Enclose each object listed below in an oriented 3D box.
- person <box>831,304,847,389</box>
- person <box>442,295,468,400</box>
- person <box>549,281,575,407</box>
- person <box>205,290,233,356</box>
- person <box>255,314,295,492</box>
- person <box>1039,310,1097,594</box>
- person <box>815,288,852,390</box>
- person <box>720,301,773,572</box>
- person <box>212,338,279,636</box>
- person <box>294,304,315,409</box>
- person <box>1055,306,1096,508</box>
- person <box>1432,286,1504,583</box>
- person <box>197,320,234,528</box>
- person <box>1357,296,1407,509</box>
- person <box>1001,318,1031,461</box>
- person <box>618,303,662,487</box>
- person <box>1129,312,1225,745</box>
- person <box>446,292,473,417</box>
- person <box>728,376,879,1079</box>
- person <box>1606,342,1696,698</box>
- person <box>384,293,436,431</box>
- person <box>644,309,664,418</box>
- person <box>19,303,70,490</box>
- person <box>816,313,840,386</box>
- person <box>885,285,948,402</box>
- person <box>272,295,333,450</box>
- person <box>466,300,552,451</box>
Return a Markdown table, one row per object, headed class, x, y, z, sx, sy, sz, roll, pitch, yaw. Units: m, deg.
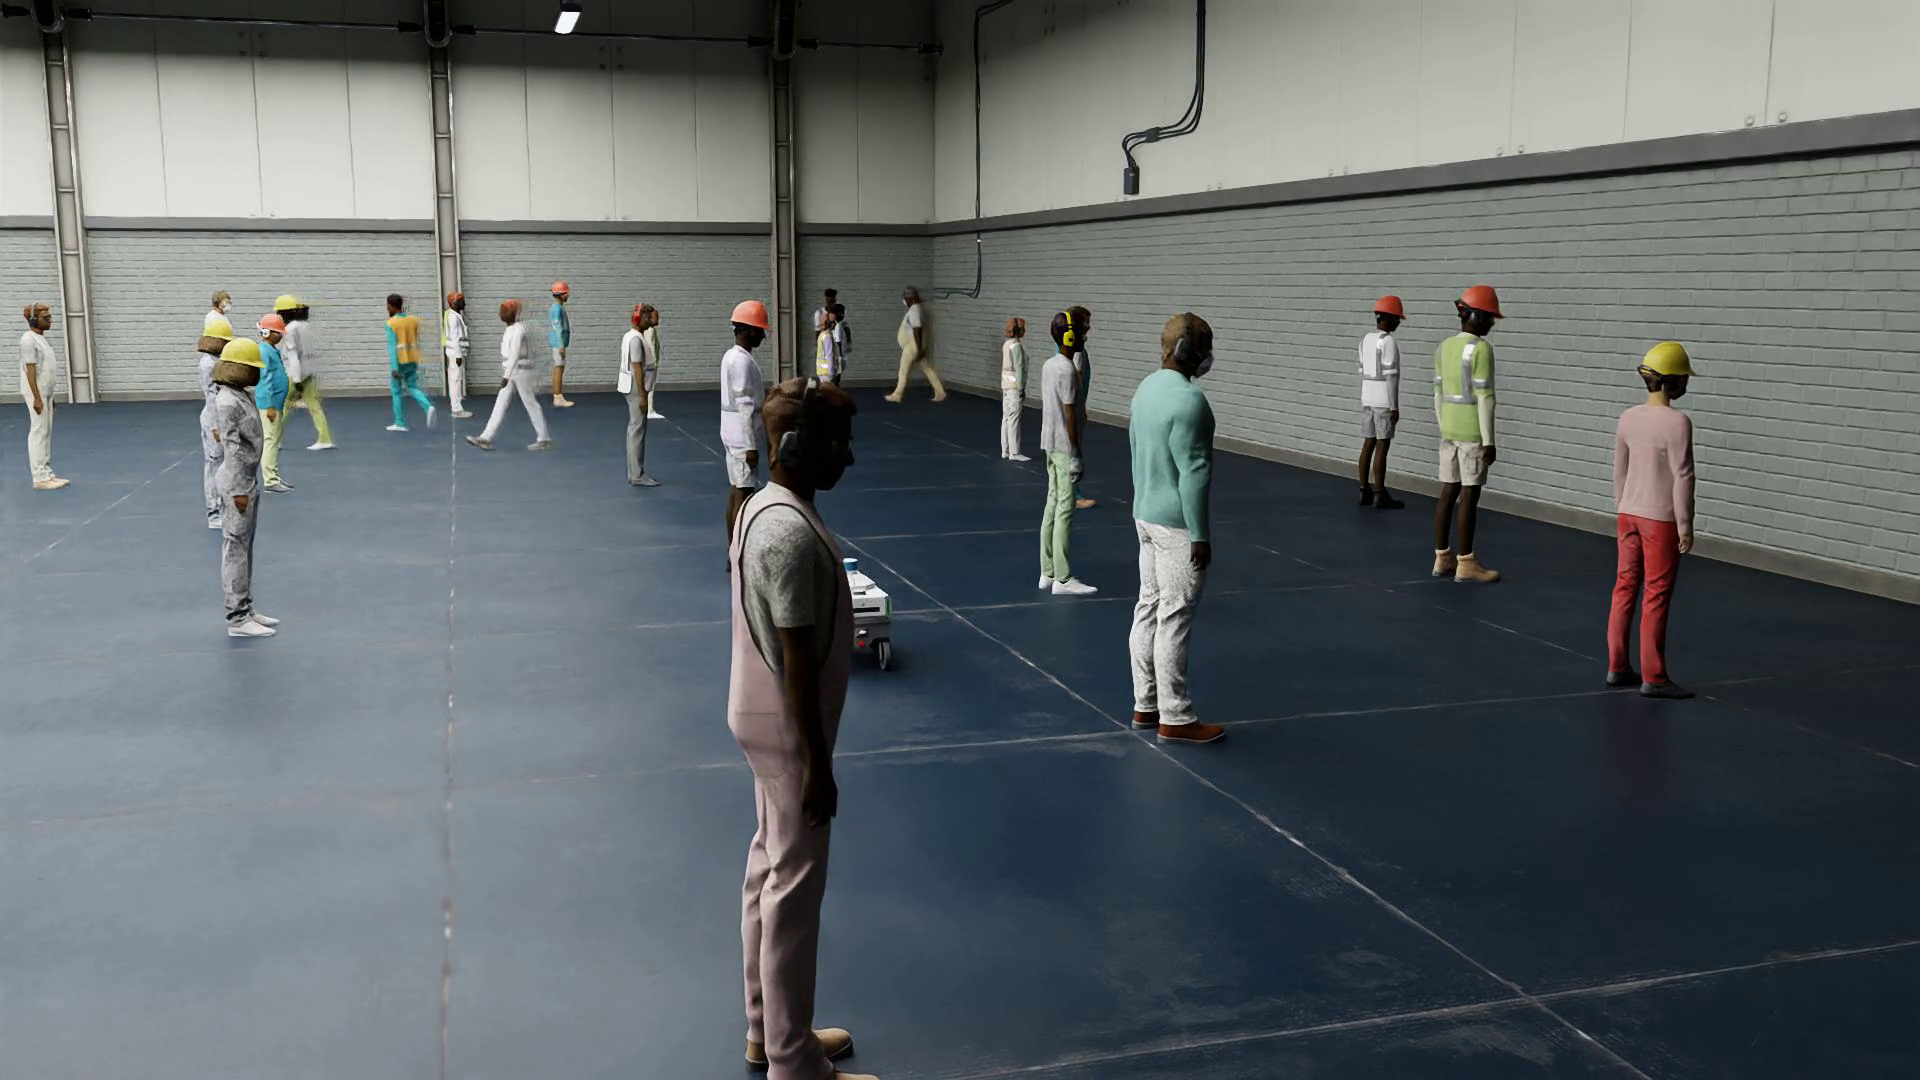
| class | x | y | z | sx | sy | sz | roll | pitch | yaw |
| --- | --- | --- | --- | --- | --- | --- | --- | --- | --- |
| person | -1.963 | -2.918 | 26.531 | 0.320 | 1.692 | 0.531 | -3 | 9 | -16 |
| person | -8.709 | -3.319 | 28.595 | 0.388 | 1.848 | 0.564 | -3 | 9 | -16 |
| person | -6.506 | -3.190 | 27.146 | 0.379 | 2.045 | 0.605 | -3 | 9 | -16 |
| person | -9.651 | -2.287 | 21.745 | 0.370 | 1.934 | 0.627 | -3 | 9 | -16 |
| person | -6.713 | -1.339 | 16.292 | 0.338 | 1.742 | 0.562 | -3 | 9 | -16 |
| person | 0.703 | -0.577 | 11.028 | 0.327 | 1.874 | 0.520 | -3 | 9 | -16 |
| person | -2.236 | -3.472 | 29.301 | 0.677 | 1.932 | 0.667 | -3 | 9 | -20 |
| person | -1.481 | -0.700 | 11.633 | 0.374 | 1.928 | 0.543 | -3 | 9 | -16 |
| person | -4.187 | -0.309 | 9.753 | 0.311 | 1.735 | 0.484 | -3 | 9 | -16 |
| person | -10.577 | -2.947 | 26.745 | 0.381 | 1.678 | 0.531 | -5 | 10 | -30 |
| person | 1.034 | -1.209 | 15.168 | 0.343 | 1.839 | 0.506 | -3 | 9 | -16 |
| person | 3.514 | -0.726 | 11.465 | 0.392 | 2.033 | 0.605 | -3 | 9 | -16 |
| person | -6.197 | -0.968 | 13.955 | 0.311 | 1.735 | 0.484 | -3 | 9 | -16 |
| person | 3.847 | -1.248 | 15.132 | 0.374 | 1.928 | 0.543 | -3 | 9 | -16 |
| person | 0.628 | -1.726 | 19.088 | 0.311 | 1.642 | 0.514 | -3 | 9 | -16 |
| person | -3.246 | -1.457 | 16.745 | 0.388 | 1.837 | 0.564 | -3 | 9 | -16 |
| person | 0.968 | -0.054 | 7.498 | 0.370 | 1.934 | 0.627 | -3 | 9 | -16 |
| person | -7.588 | -2.796 | 25.145 | 0.354 | 1.883 | 0.573 | -3 | 9 | -16 |
| person | -0.407 | 0.511 | 4.194 | 0.343 | 1.839 | 0.506 | -3 | 9 | -16 |
| person | 3.477 | -0.100 | 8.315 | 0.316 | 1.769 | 0.524 | -3 | 9 | -16 |
| person | -7.564 | -2.424 | 22.719 | 0.699 | 1.897 | 0.606 | 4 | 10 | 26 |
| person | -4.612 | -2.641 | 24.944 | 0.278 | 1.634 | 0.499 | -3 | 9 | -16 |
| person | -9.097 | -1.420 | 16.483 | 0.343 | 1.847 | 0.506 | -3 | 9 | -16 |
| person | -1.736 | -2.163 | 21.876 | 0.311 | 1.642 | 0.514 | -3 | 9 | -16 |
| person | -0.706 | -3.334 | 28.075 | 1.023 | 2.000 | 0.690 | 2 | 9 | 13 |
| person | -8.126 | -2.010 | 20.144 | 0.996 | 1.875 | 0.599 | 0 | 9 | 0 |
| person | -5.429 | -1.973 | 20.057 | 1.024 | 1.821 | 0.583 | -6 | 11 | -34 |
